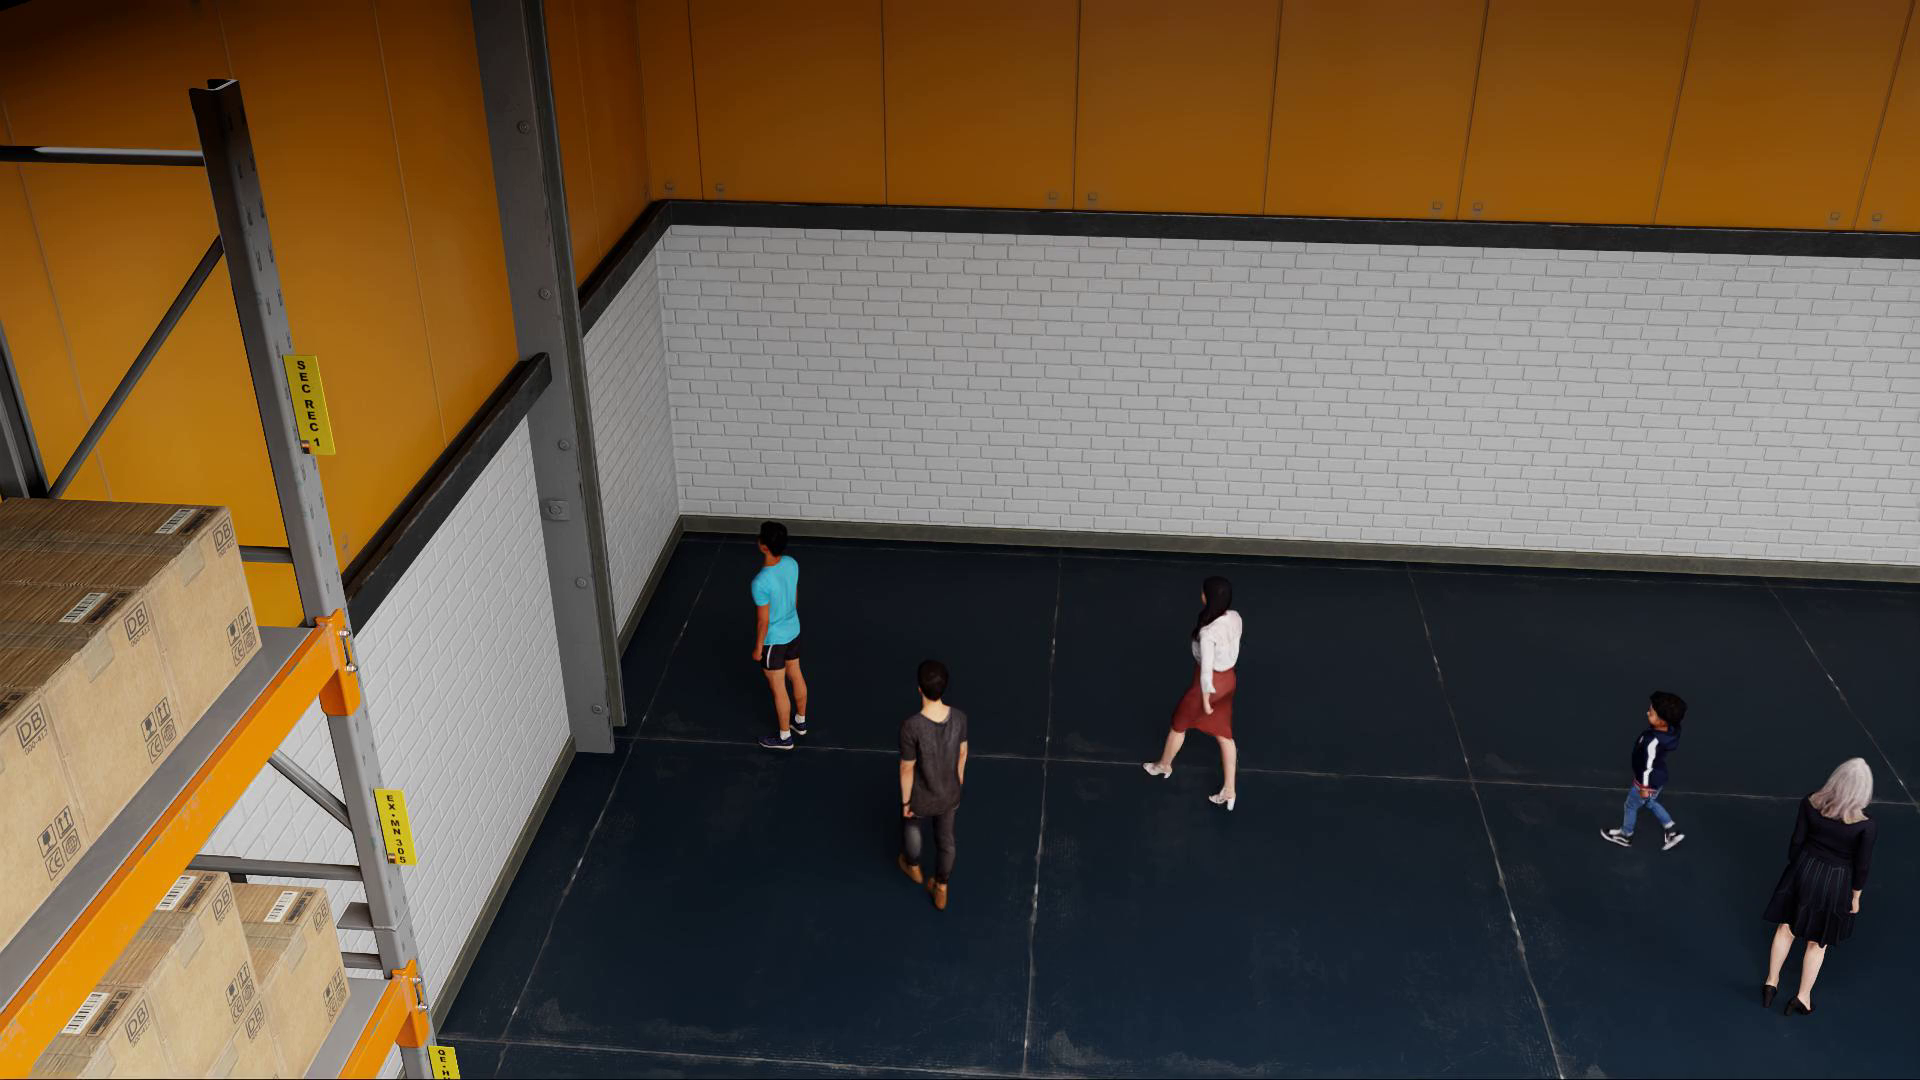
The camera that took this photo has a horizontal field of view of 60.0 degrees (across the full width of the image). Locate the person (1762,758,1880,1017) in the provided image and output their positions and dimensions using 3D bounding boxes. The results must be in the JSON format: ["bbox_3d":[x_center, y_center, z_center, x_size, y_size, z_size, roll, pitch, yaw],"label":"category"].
[{"bbox_3d":[4.853,1.955,9.392,0.755,1.746,0.704,-24,37,-37],"label":"person"}]

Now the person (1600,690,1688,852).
[{"bbox_3d":[4.514,1.513,10.760,0.785,1.213,0.757,21,35,34],"label":"person"}]

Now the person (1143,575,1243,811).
[{"bbox_3d":[1.752,1.054,11.071,0.977,1.721,1.005,-25,37,-37],"label":"person"}]

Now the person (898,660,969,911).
[{"bbox_3d":[-0.147,1.548,10.192,0.806,1.696,0.907,-9,30,-17],"label":"person"}]

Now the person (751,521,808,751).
[{"bbox_3d":[-1.264,0.668,11.721,0.754,1.777,0.614,16,32,27],"label":"person"}]
